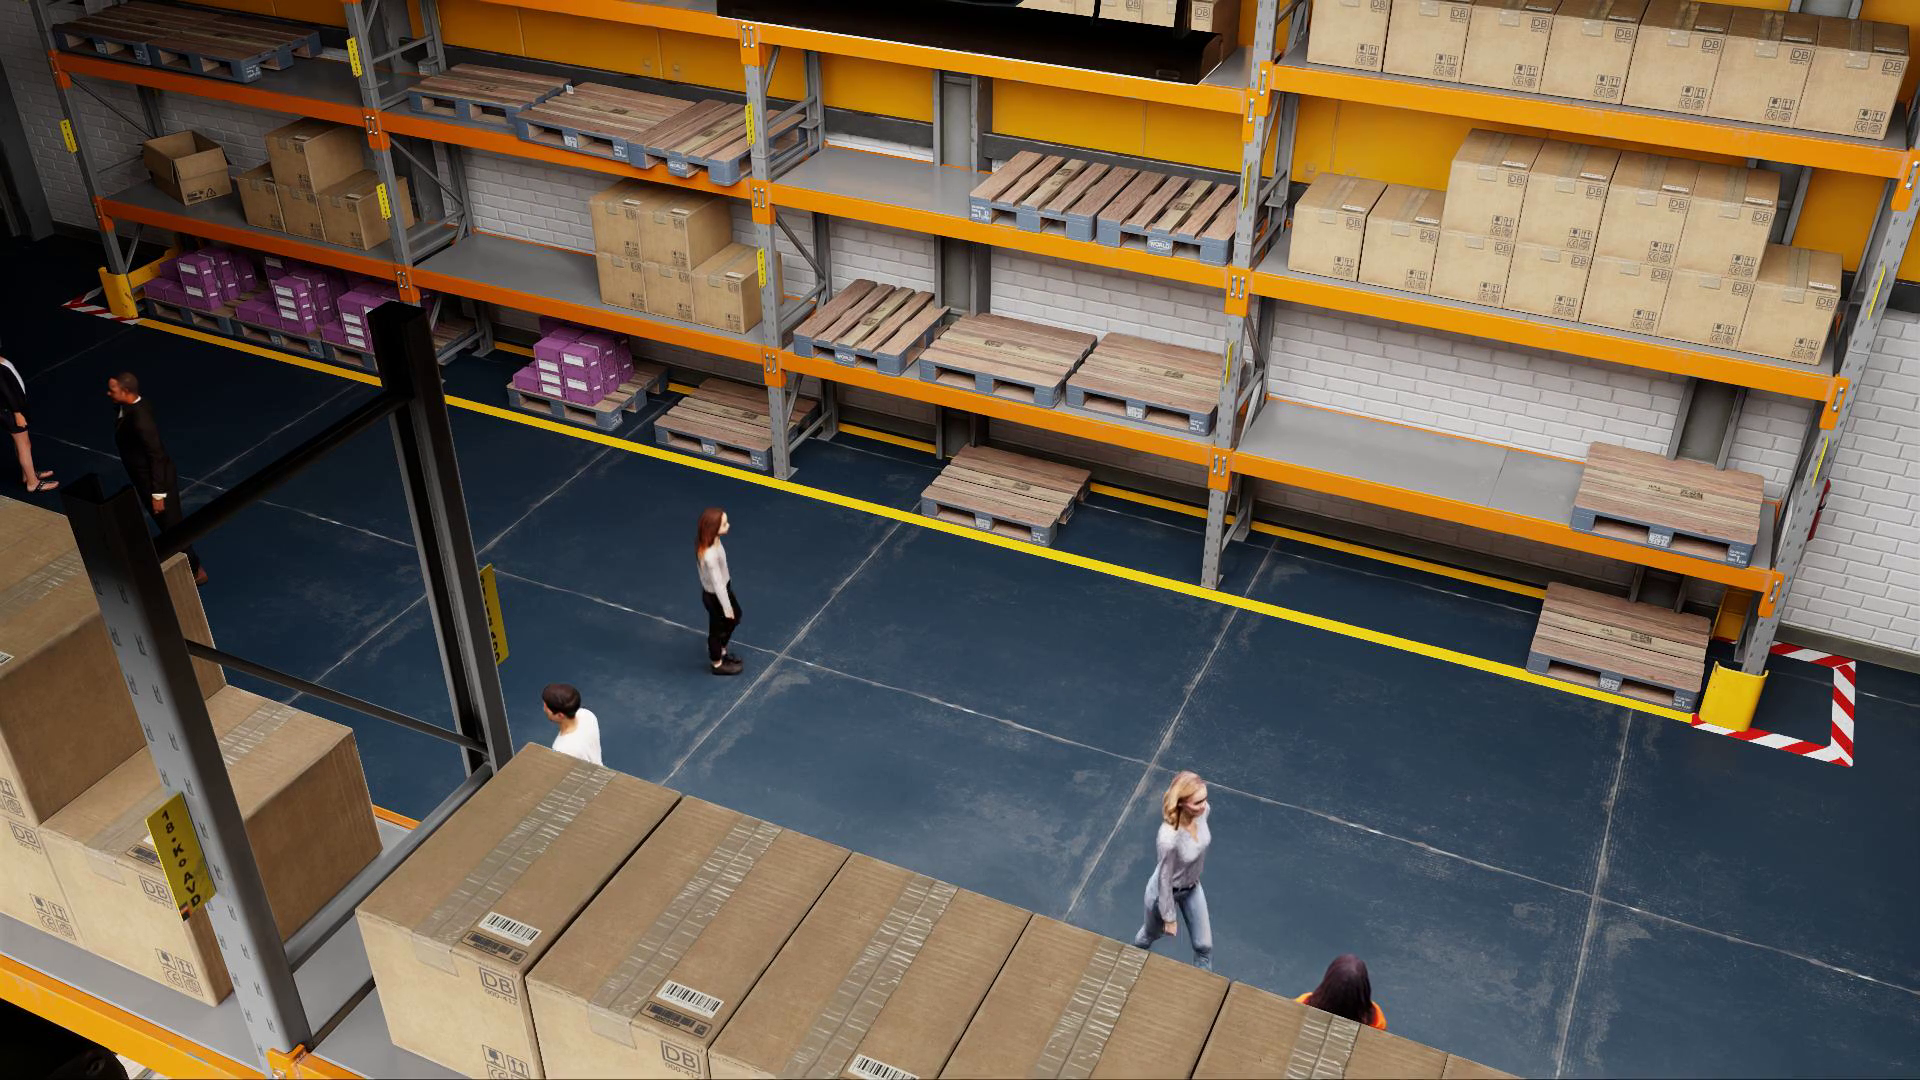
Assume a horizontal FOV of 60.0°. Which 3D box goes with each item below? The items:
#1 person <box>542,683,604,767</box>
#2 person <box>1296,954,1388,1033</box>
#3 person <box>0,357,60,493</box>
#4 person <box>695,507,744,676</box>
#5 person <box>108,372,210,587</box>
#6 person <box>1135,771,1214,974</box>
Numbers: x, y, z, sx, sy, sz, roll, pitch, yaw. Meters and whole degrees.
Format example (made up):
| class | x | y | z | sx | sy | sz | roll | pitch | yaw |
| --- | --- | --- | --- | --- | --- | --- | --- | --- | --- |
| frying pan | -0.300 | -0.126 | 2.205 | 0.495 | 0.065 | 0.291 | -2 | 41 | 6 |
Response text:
| class | x | y | z | sx | sy | sz | roll | pitch | yaw |
| --- | --- | --- | --- | --- | --- | --- | --- | --- | --- |
| person | -2.237 | 1.559 | 10.197 | 0.941 | 1.707 | 0.758 | 6 | 34 | 9 |
| person | 1.867 | 2.721 | 8.410 | 0.575 | 1.749 | 0.731 | 6 | 34 | 9 |
| person | -8.237 | -1.152 | 14.411 | 0.693 | 1.556 | 0.618 | -20 | 39 | -28 |
| person | -1.848 | 0.393 | 12.156 | 0.677 | 1.479 | 0.658 | -5 | 34 | -7 |
| person | -6.327 | -0.474 | 13.077 | 0.855 | 1.904 | 0.753 | -19 | 38 | -26 |
| person | 1.163 | 1.975 | 9.516 | 0.864 | 1.767 | 1.117 | -28 | 42 | -35 |
